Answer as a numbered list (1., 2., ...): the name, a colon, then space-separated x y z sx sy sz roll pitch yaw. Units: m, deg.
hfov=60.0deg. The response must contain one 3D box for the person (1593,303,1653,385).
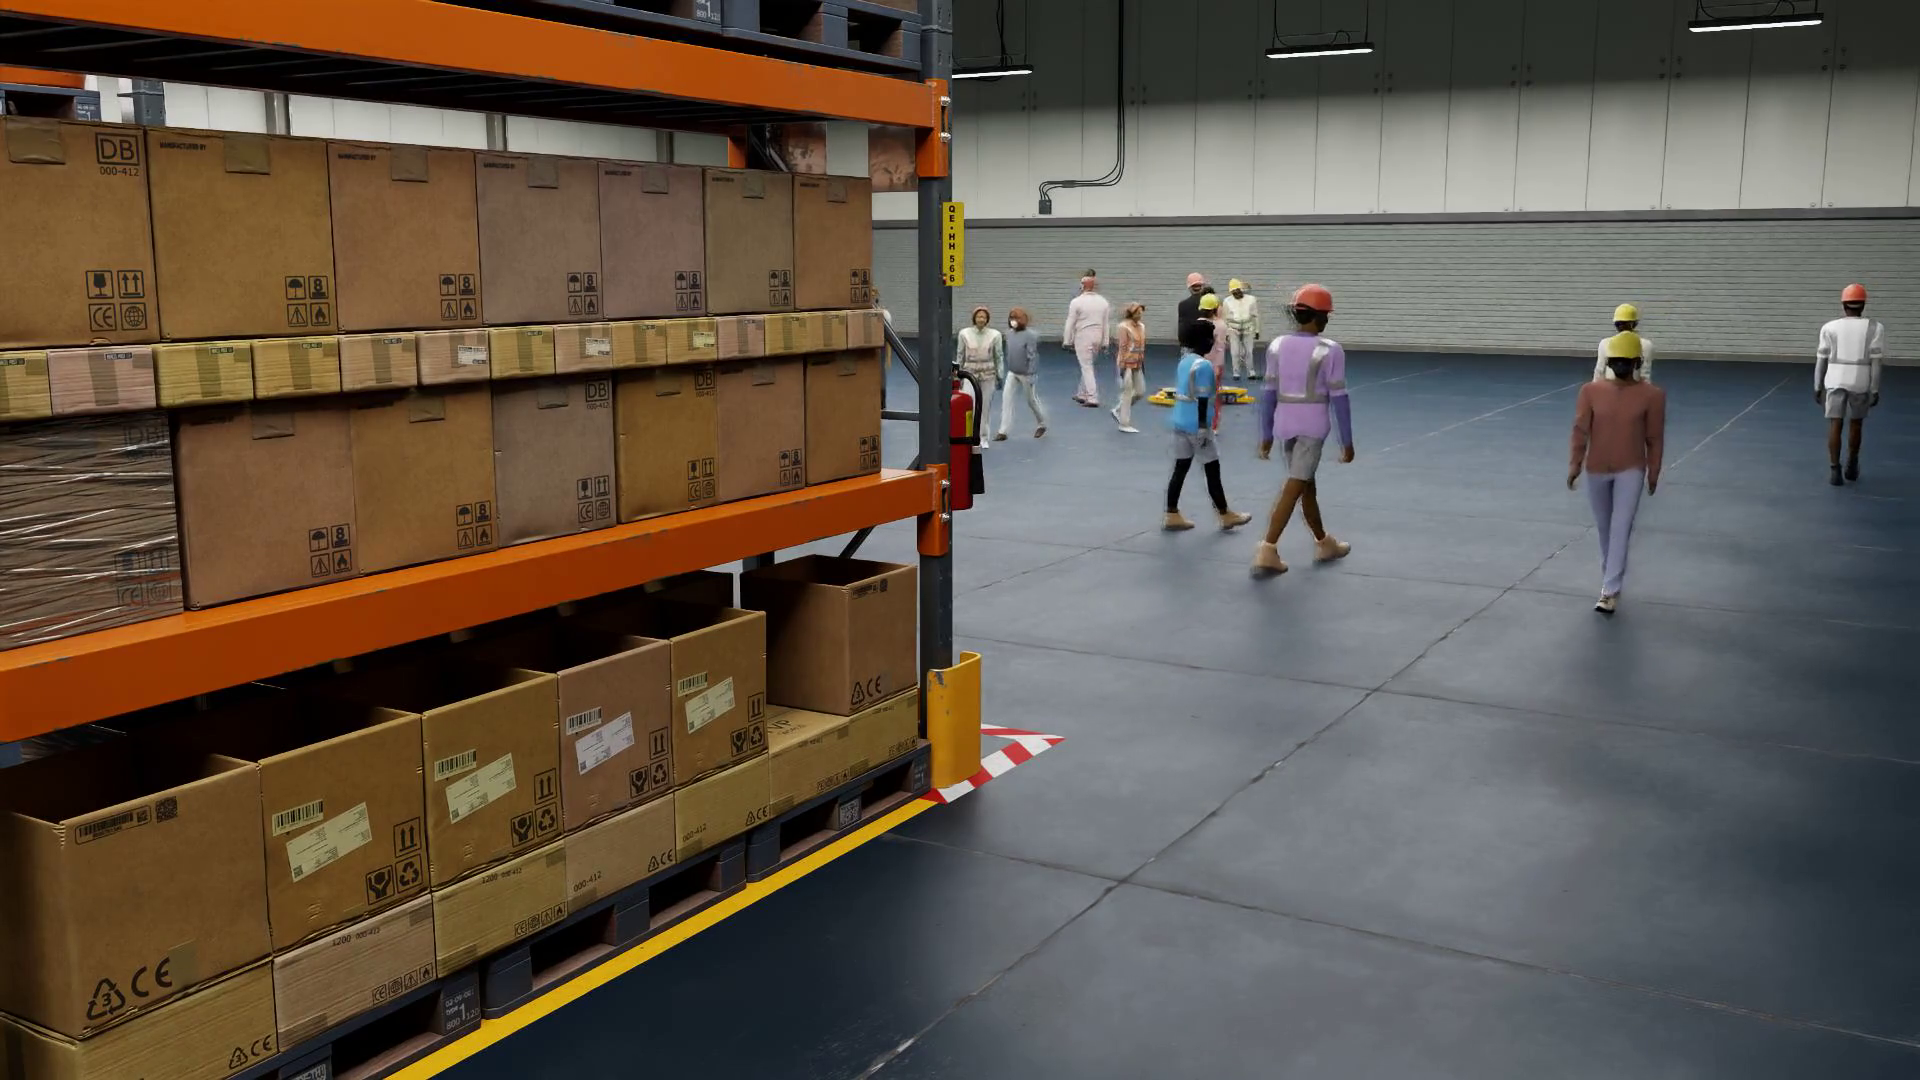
1. person: 6.322 -1.386 15.838 0.790 1.737 0.534 -9 13 -44

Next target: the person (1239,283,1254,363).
1. person: 5.843 -4.427 33.946 0.362 1.620 0.533 0 10 -1

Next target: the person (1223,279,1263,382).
1. person: 4.890 -3.613 28.755 0.717 1.786 0.459 0 10 0

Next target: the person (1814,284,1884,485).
1. person: 8.552 -1.502 16.030 0.561 1.895 0.963 6 11 30

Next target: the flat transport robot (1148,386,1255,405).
1. flat transport robot: 3.570 -2.143 24.562 1.431 0.197 0.652 -4 10 -20

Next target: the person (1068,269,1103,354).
1. person: 2.821 -5.111 37.185 0.940 1.908 0.636 -8 13 -39

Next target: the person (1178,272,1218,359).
1. person: 3.372 -2.796 23.468 0.607 1.957 0.948 -1 10 -6

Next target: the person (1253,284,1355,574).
1. person: 2.402 -0.767 11.517 1.076 1.989 0.624 -8 12 -38

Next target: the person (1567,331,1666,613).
1. person: 4.078 -0.435 10.345 0.522 1.723 0.926 6 12 33

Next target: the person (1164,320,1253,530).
1. person: 1.952 -0.905 13.184 0.702 1.666 0.552 -3 10 -17

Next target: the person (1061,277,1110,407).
1. person: 1.771 -2.880 24.210 0.651 1.870 0.919 -7 12 -35

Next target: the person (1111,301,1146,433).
1. person: 2.073 -2.137 20.562 0.425 1.622 0.537 8 12 38

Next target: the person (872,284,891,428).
1. person: -1.107 -2.241 20.568 0.506 1.833 0.426 -1 10 -3

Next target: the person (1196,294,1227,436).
1. person: 2.963 -2.086 19.946 0.456 1.723 0.596 -7 12 -35

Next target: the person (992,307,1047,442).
1. person: 0.743 -1.971 19.715 0.506 1.587 0.856 8 13 40

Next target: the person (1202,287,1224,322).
1. person: 4.277 -3.530 28.671 0.534 1.647 0.899 0 10 0

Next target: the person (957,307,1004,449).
1. person: 0.229 -1.793 18.611 0.527 1.604 0.767 0 10 0
